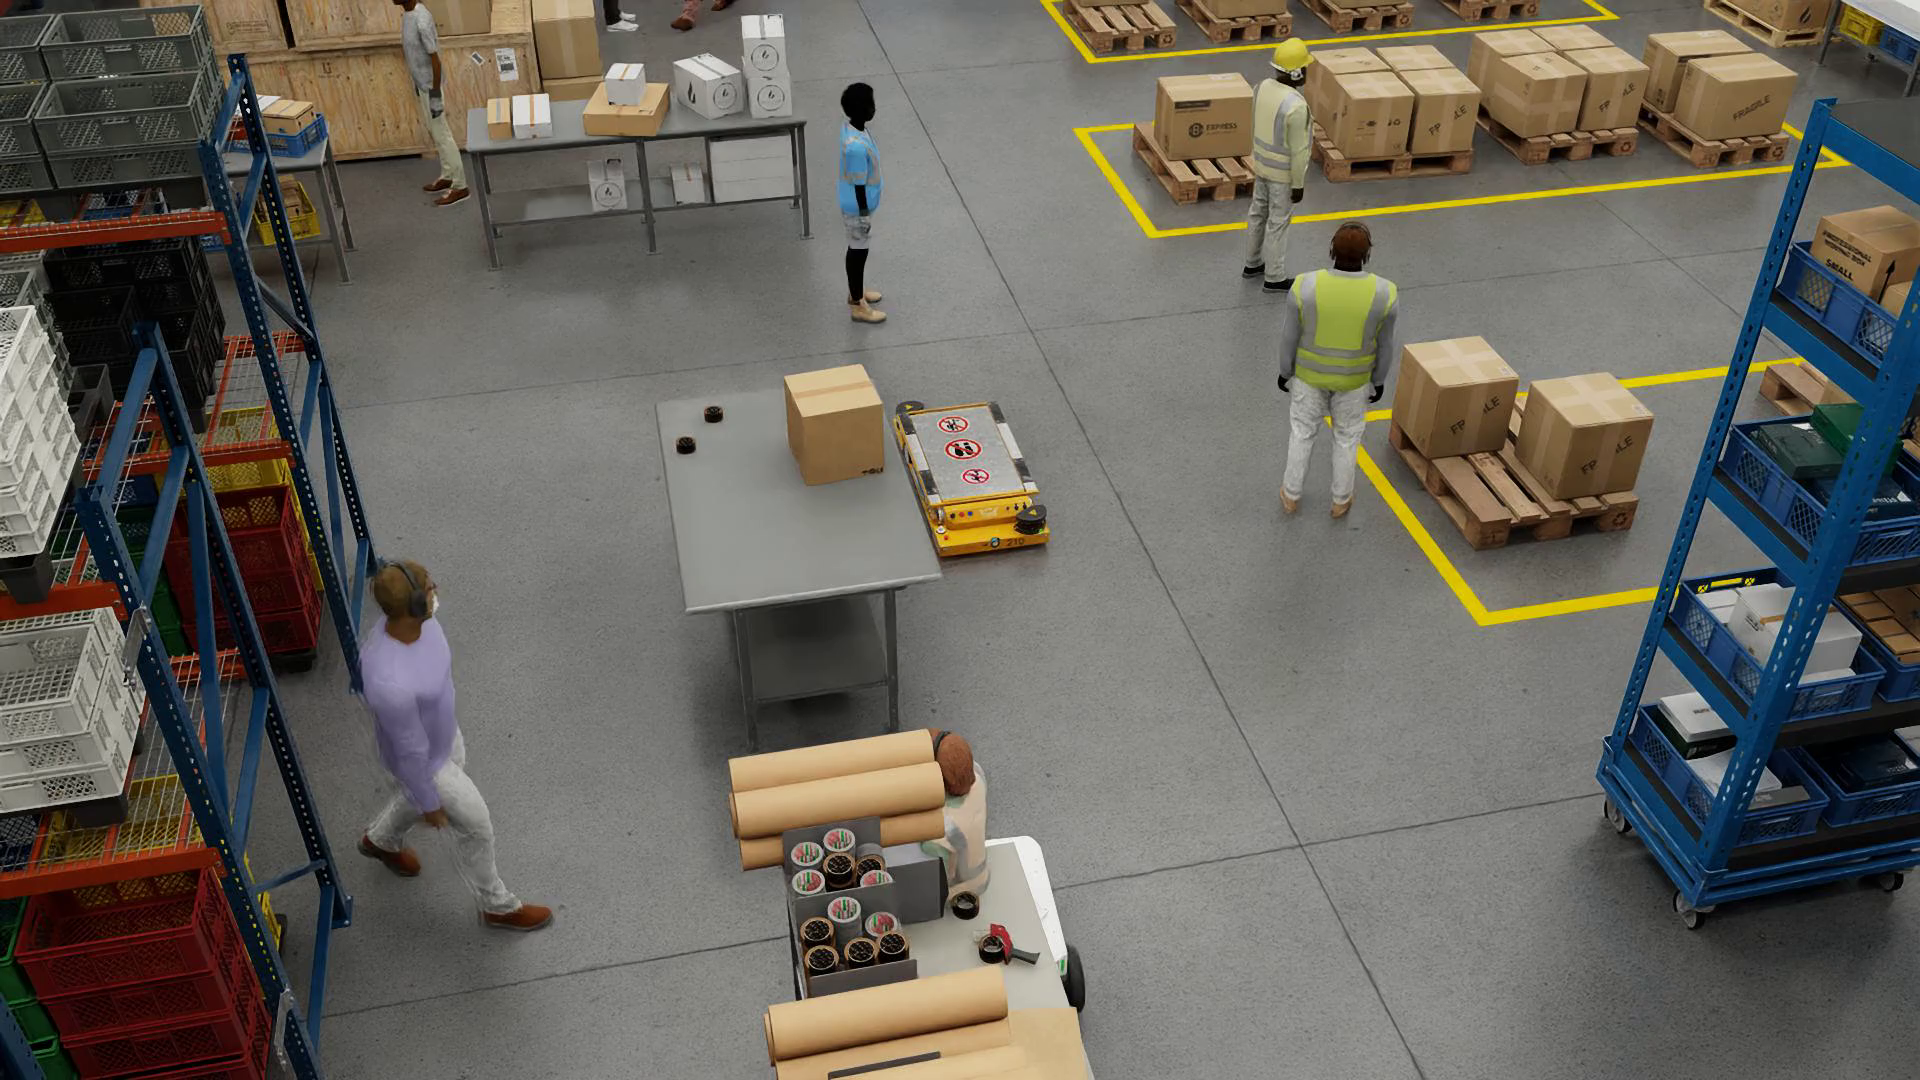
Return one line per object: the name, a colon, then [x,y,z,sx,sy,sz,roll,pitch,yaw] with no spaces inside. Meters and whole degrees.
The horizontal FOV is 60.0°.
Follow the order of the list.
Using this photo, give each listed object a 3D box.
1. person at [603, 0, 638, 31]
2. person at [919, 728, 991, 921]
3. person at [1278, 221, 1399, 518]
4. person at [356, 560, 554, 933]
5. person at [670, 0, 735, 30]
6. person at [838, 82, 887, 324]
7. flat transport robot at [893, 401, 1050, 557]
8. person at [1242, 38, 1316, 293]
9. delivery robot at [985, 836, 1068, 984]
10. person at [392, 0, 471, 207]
person: [-3.419,-5.916,16.123,0.389,1.911,0.591,-9,38,-12]
person: [-0.033,1.389,6.534,0.317,1.630,0.526,11,38,14]
person: [2.131,-0.957,9.513,0.634,1.839,0.429,7,37,9]
person: [-2.295,0.893,6.986,0.887,1.901,0.669,-1,37,-2]
person: [-2.585,-6.021,16.313,0.645,1.848,1.054,24,43,29]
person: [-0.670,-2.329,11.481,0.343,1.691,0.551,-4,37,-5]
flat transport robot: [0.046,-0.430,10.108,0.652,0.197,1.431,-8,37,-10]
person: [2.274,-2.648,11.787,0.404,1.837,0.590,-15,39,-19]
delivery robot: [0.231,1.591,7.081,0.477,0.478,0.707,-5,37,-7]
person: [-4.150,-3.528,12.946,0.309,1.864,0.535,-19,41,-23]
